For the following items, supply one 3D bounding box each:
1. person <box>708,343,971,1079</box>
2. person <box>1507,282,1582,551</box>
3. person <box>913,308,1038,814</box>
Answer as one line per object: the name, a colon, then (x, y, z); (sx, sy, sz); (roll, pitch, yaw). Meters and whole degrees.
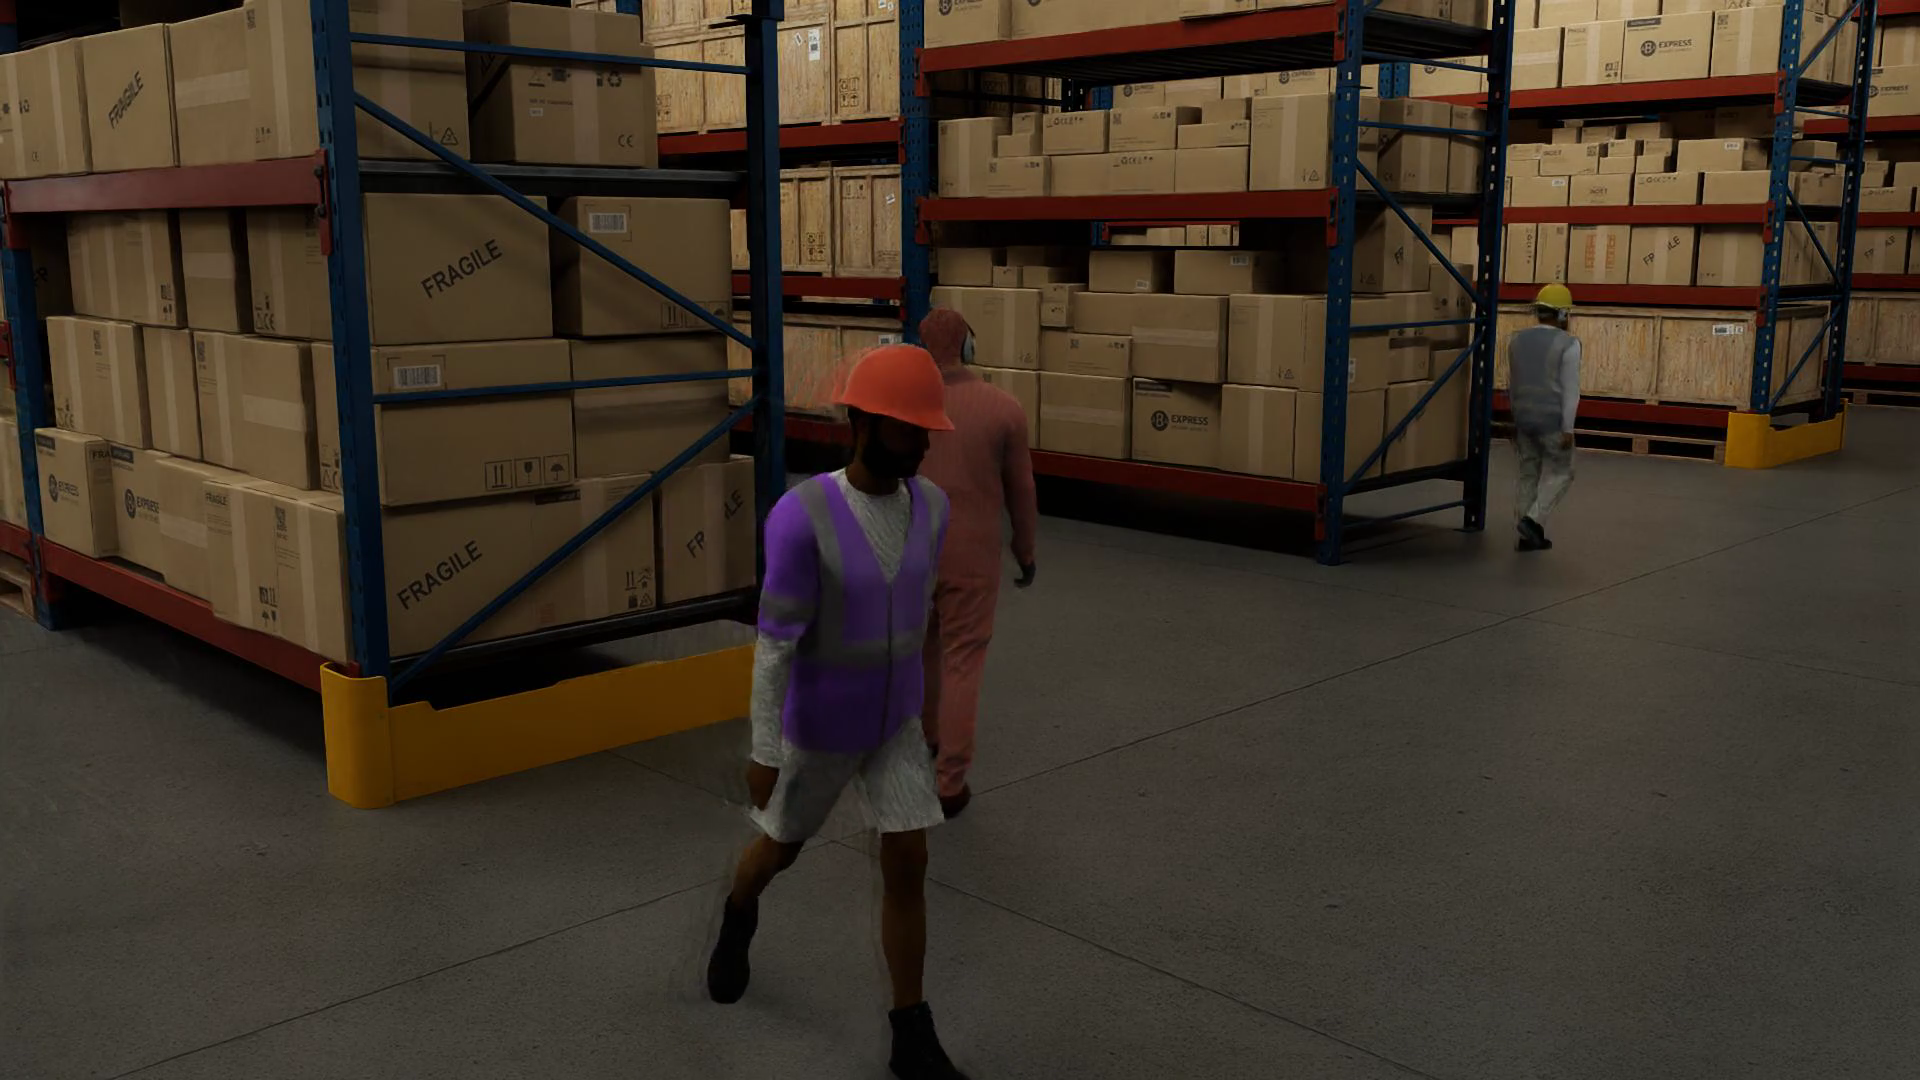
person: (-0.334, 0.421, 4.291); (0.582, 1.893, 0.958); (-7, 13, -35)
person: (3.904, -0.806, 11.138); (0.430, 1.820, 0.593); (-6, 12, -31)
person: (-0.029, 0.043, 6.420); (0.666, 1.851, 1.000); (2, 11, 9)
